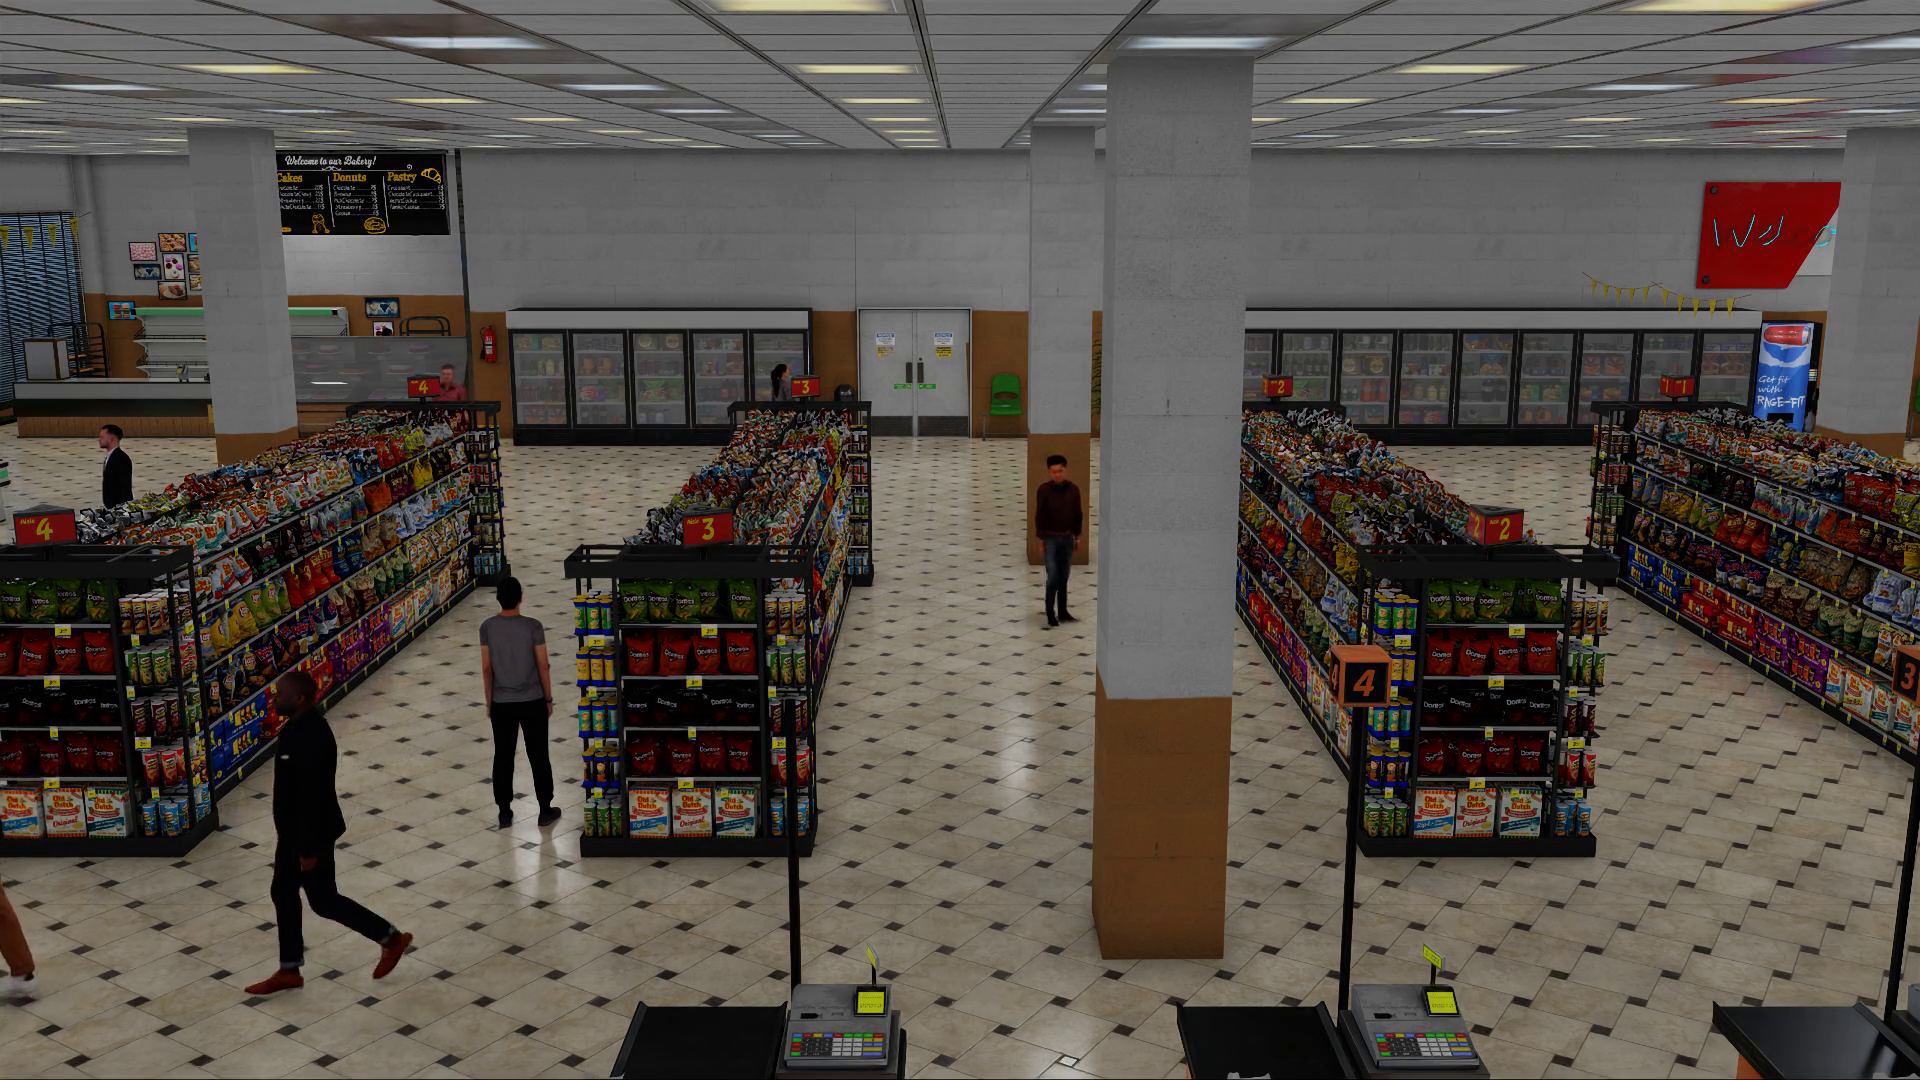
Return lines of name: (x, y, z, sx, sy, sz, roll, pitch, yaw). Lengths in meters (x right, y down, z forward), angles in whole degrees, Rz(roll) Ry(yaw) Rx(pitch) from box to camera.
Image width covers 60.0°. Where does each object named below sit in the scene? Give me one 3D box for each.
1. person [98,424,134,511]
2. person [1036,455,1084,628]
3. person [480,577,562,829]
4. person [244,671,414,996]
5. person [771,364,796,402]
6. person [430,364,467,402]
person: (-9.121, -0.348, 18.075, 0.803, 1.843, 0.699, -8, 15, -35)
person: (0.943, -0.008, 16.675, 0.804, 1.754, 0.854, -8, 14, -33)
person: (-3.031, 1.102, 11.401, 0.618, 1.755, 0.553, -1, 12, -3)
person: (-3.427, 1.592, 8.990, 1.107, 1.791, 1.176, -6, 14, -28)
person: (-2.765, -1.905, 25.869, 0.787, 1.679, 0.718, -10, 16, -40)
person: (-7.523, -1.684, 24.527, 0.716, 1.799, 1.107, 1, 12, 4)
